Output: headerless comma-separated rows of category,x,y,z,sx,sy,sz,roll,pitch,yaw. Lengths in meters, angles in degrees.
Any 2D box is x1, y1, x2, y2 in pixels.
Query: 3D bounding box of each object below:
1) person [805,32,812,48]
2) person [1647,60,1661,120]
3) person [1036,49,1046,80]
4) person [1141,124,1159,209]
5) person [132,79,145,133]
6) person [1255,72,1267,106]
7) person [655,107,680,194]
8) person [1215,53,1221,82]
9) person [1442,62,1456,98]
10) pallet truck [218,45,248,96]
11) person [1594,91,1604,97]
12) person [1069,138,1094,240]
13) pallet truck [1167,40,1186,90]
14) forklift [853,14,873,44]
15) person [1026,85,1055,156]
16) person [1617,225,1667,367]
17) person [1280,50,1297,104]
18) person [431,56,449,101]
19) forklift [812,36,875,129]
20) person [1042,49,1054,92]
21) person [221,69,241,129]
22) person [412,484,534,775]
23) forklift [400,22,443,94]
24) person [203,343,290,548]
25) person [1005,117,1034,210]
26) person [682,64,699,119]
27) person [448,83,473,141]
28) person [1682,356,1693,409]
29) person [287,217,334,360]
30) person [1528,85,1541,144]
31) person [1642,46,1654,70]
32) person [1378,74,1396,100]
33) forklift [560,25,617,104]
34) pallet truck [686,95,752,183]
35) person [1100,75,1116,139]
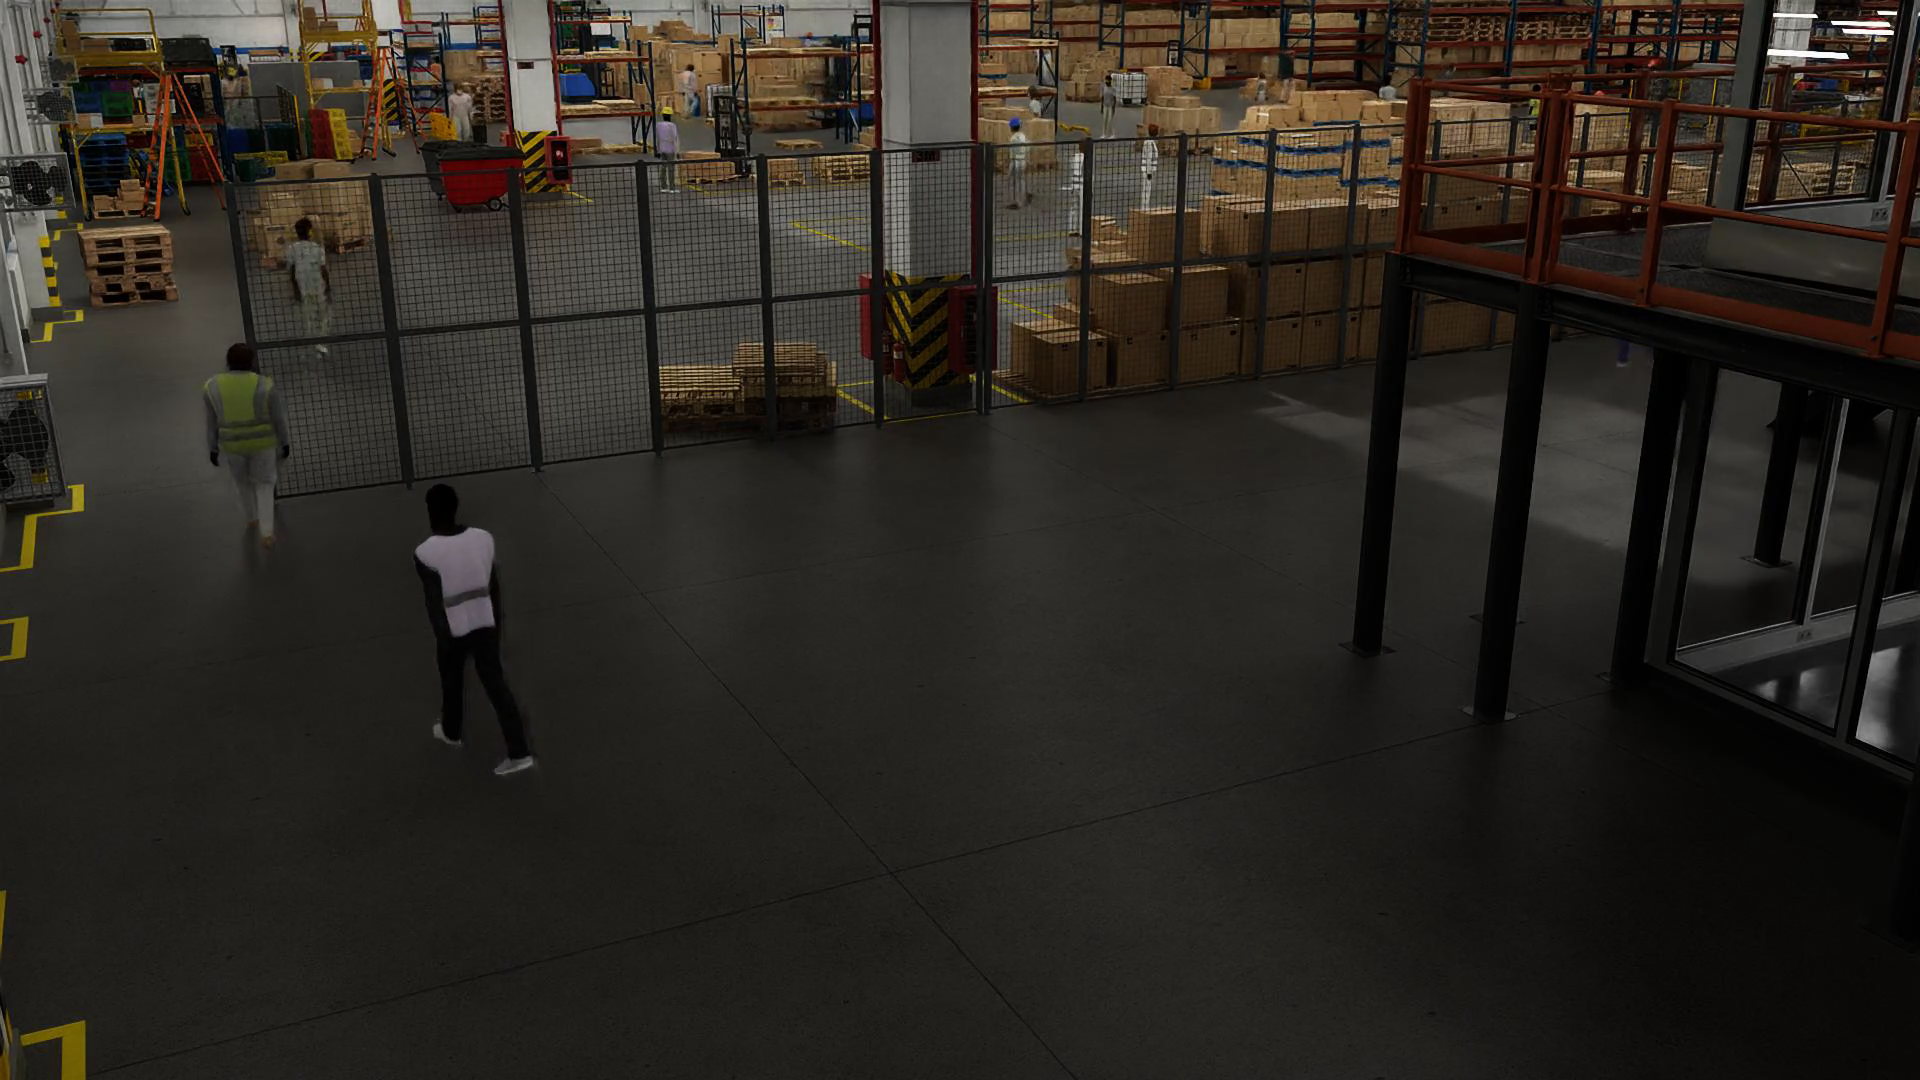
person,-7.310,-23.760,81.047,0.983,1.885,0.567,-11,22,-28
person,22.818,-14.865,55.107,1.063,1.986,0.612,-12,22,-30
person,3.701,-21.866,75.898,0.570,1.649,0.588,11,22,28
person,3.904,-7.595,34.191,0.357,1.885,0.573,4,19,10
person,-25.379,-13.401,51.408,0.515,1.633,0.312,5,20,14
person,10.055,-14.775,55.455,0.875,1.586,0.527,12,22,31
person,-6.634,-8.848,37.774,0.585,1.918,0.390,11,22,29
person,11.463,-21.536,74.531,0.545,1.933,0.376,17,25,40
person,16.361,-15.146,56.071,0.987,1.905,0.645,6,20,16
pallet truck,-28.879,-18.665,66.111,0.823,1.965,1.885,-3,19,-9
person,16.142,-10.407,42.259,0.543,1.939,0.371,-3,19,-10
person,2.296,-6.634,31.427,0.354,1.876,0.574,-15,24,-37
pallet truck,9.045,-19.971,69.895,0.823,1.965,1.885,-3,19,-8
forklift,-4.455,-22.896,77.040,1.129,2.768,1.873,-3,19,-10
person,2.008,-10.927,43.614,0.966,2.000,0.692,3,19,8
person,8.866,-3.174,21.392,0.987,1.865,0.611,-13,23,-34
person,12.486,-17.395,62.505,0.974,1.943,0.629,-4,19,-10
person,-19.991,-17.725,63.898,0.538,1.659,0.836,0,19,-1
forklift,-3.718,-14.590,52.964,1.873,2.768,1.129,-9,21,-25
person,3.548,-18.802,66.622,0.748,1.912,0.666,17,25,41
person,-23.012,-13.934,52.572,0.604,1.876,0.634,-10,21,-27
person,-3.113,0.569,10.618,1.070,1.839,0.599,17,25,40
forklift,-21.903,-19.312,66.653,1.129,2.768,1.873,13,23,33
person,-6.315,-0.881,14.862,0.654,1.795,0.890,-3,19,-8
person,1.235,-7.952,35.154,0.518,1.929,0.624,9,21,25
person,-9.111,-15.125,56.114,0.743,1.814,0.509,14,24,36
person,-13.754,-11.618,45.832,0.670,1.902,0.504,-9,21,-25
person,7.368,-1.568,16.827,0.517,1.822,0.799,16,25,38
person,-8.431,-3.270,21.694,0.556,1.855,0.387,0,19,0
person,16.636,-12.314,48.153,0.537,1.695,0.321,-14,24,-36
person,28.659,-19.661,69.341,0.299,1.772,0.530,-11,22,-28
person,12.380,-12.618,48.658,0.645,1.935,0.797,-7,20,-20
forklift,-14.054,-17.892,62.535,1.873,2.768,1.129,-9,21,-25
pallet truck,-5.836,-9.608,39.856,0.823,1.965,1.885,10,22,27
person,4.439,-12.939,49.728,0.512,1.860,0.321,14,24,35
